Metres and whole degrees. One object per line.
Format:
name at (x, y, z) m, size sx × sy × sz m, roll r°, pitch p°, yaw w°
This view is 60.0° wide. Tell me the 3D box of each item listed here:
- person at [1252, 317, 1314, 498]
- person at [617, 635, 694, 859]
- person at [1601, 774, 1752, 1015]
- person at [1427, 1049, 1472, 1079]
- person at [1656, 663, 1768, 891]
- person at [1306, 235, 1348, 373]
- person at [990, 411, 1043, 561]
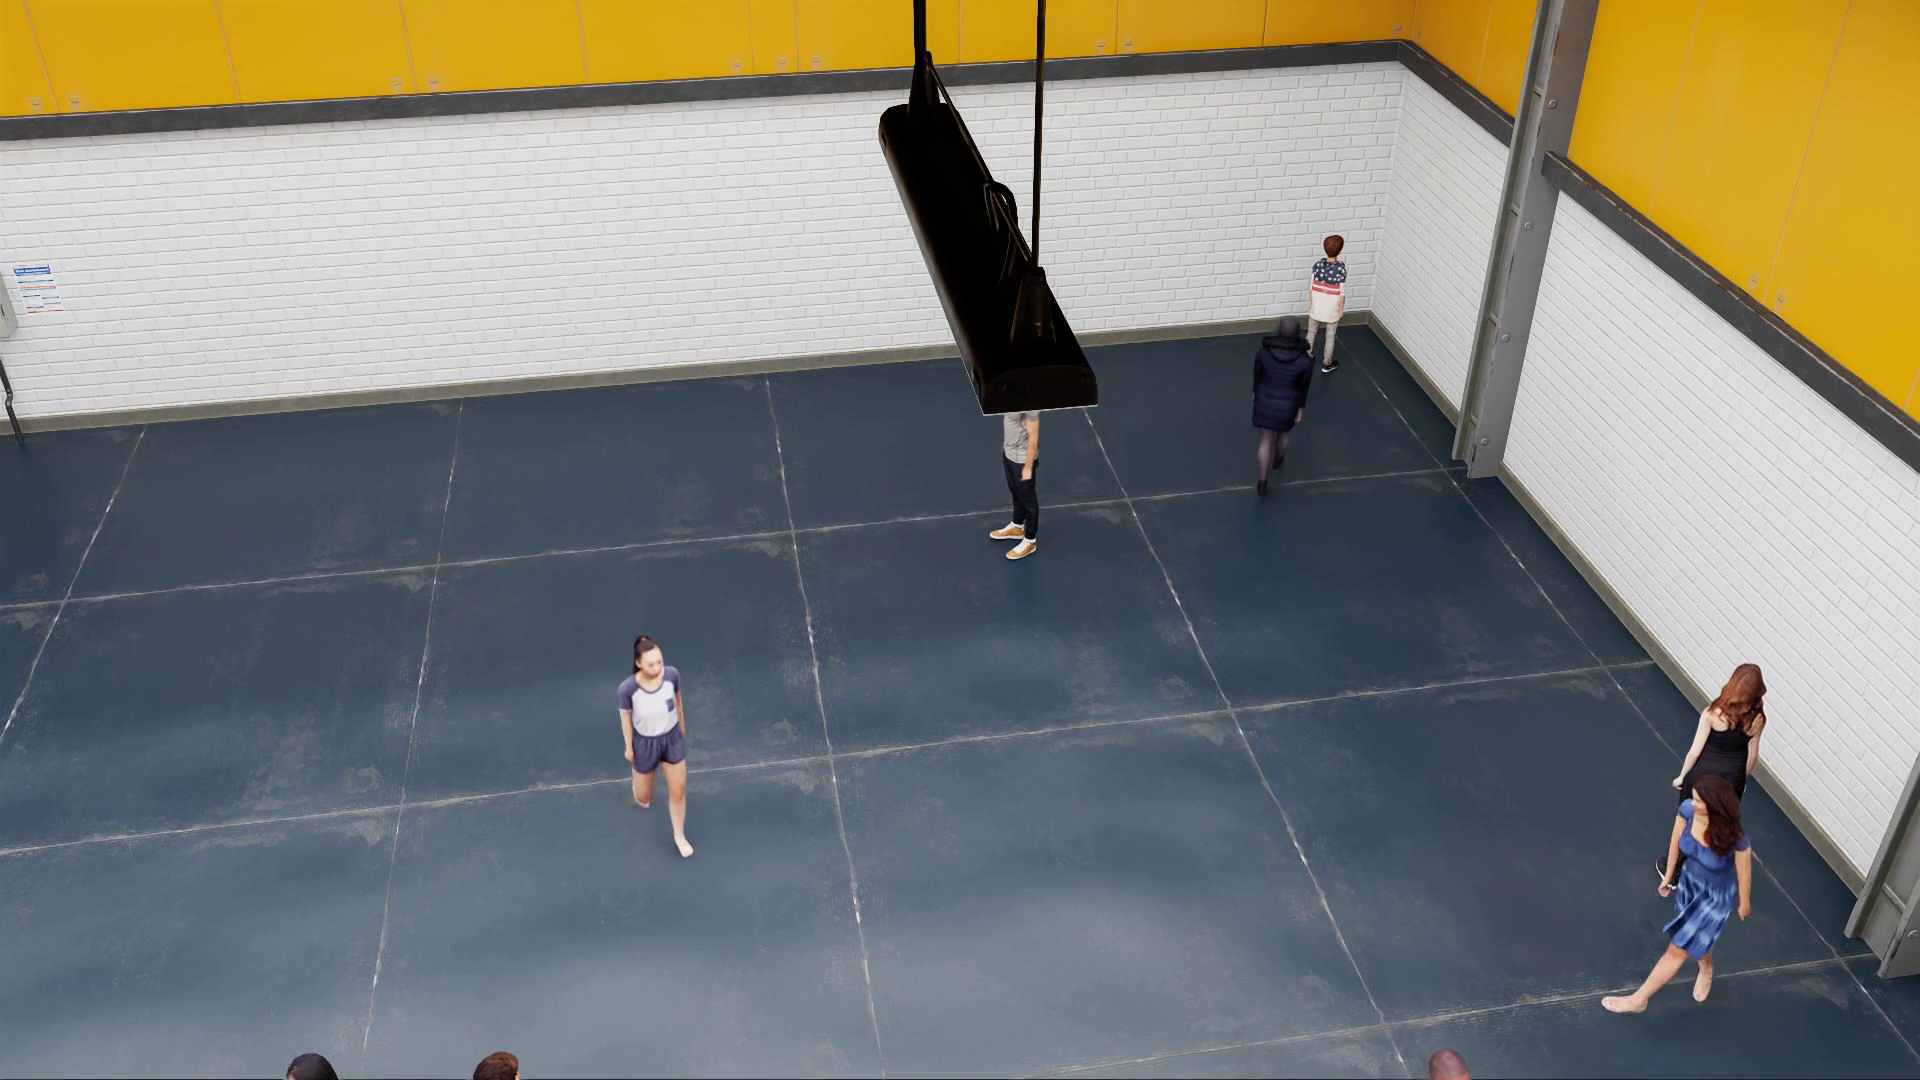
person at (2.761, -1.150, 14.581) m, size 0.923 × 1.637 × 1.155 m, roll 7°, pitch 34°, yaw 11°
person at (-2.022, 1.312, 10.882) m, size 0.783 × 1.633 × 0.978 m, roll -18°, pitch 38°, yaw -25°
person at (4.346, 2.090, 9.610) m, size 0.842 × 1.744 × 1.029 m, roll -16°, pitch 37°, yaw -23°
person at (2.206, 3.044, 8.134) m, size 0.740 × 1.790 × 0.750 m, roll -12°, pitch 36°, yaw -18°
person at (4.765, 1.502, 10.492) m, size 0.644 × 1.746 × 0.600 m, roll 4°, pitch 34°, yaw 6°
person at (3.657, -2.371, 16.597) m, size 0.593 × 1.439 × 0.643 m, roll 18°, pitch 38°, yaw 25°
person at (0.508, -0.733, 13.721) m, size 0.735 × 1.896 × 0.554 m, roll -11°, pitch 35°, yaw -17°
